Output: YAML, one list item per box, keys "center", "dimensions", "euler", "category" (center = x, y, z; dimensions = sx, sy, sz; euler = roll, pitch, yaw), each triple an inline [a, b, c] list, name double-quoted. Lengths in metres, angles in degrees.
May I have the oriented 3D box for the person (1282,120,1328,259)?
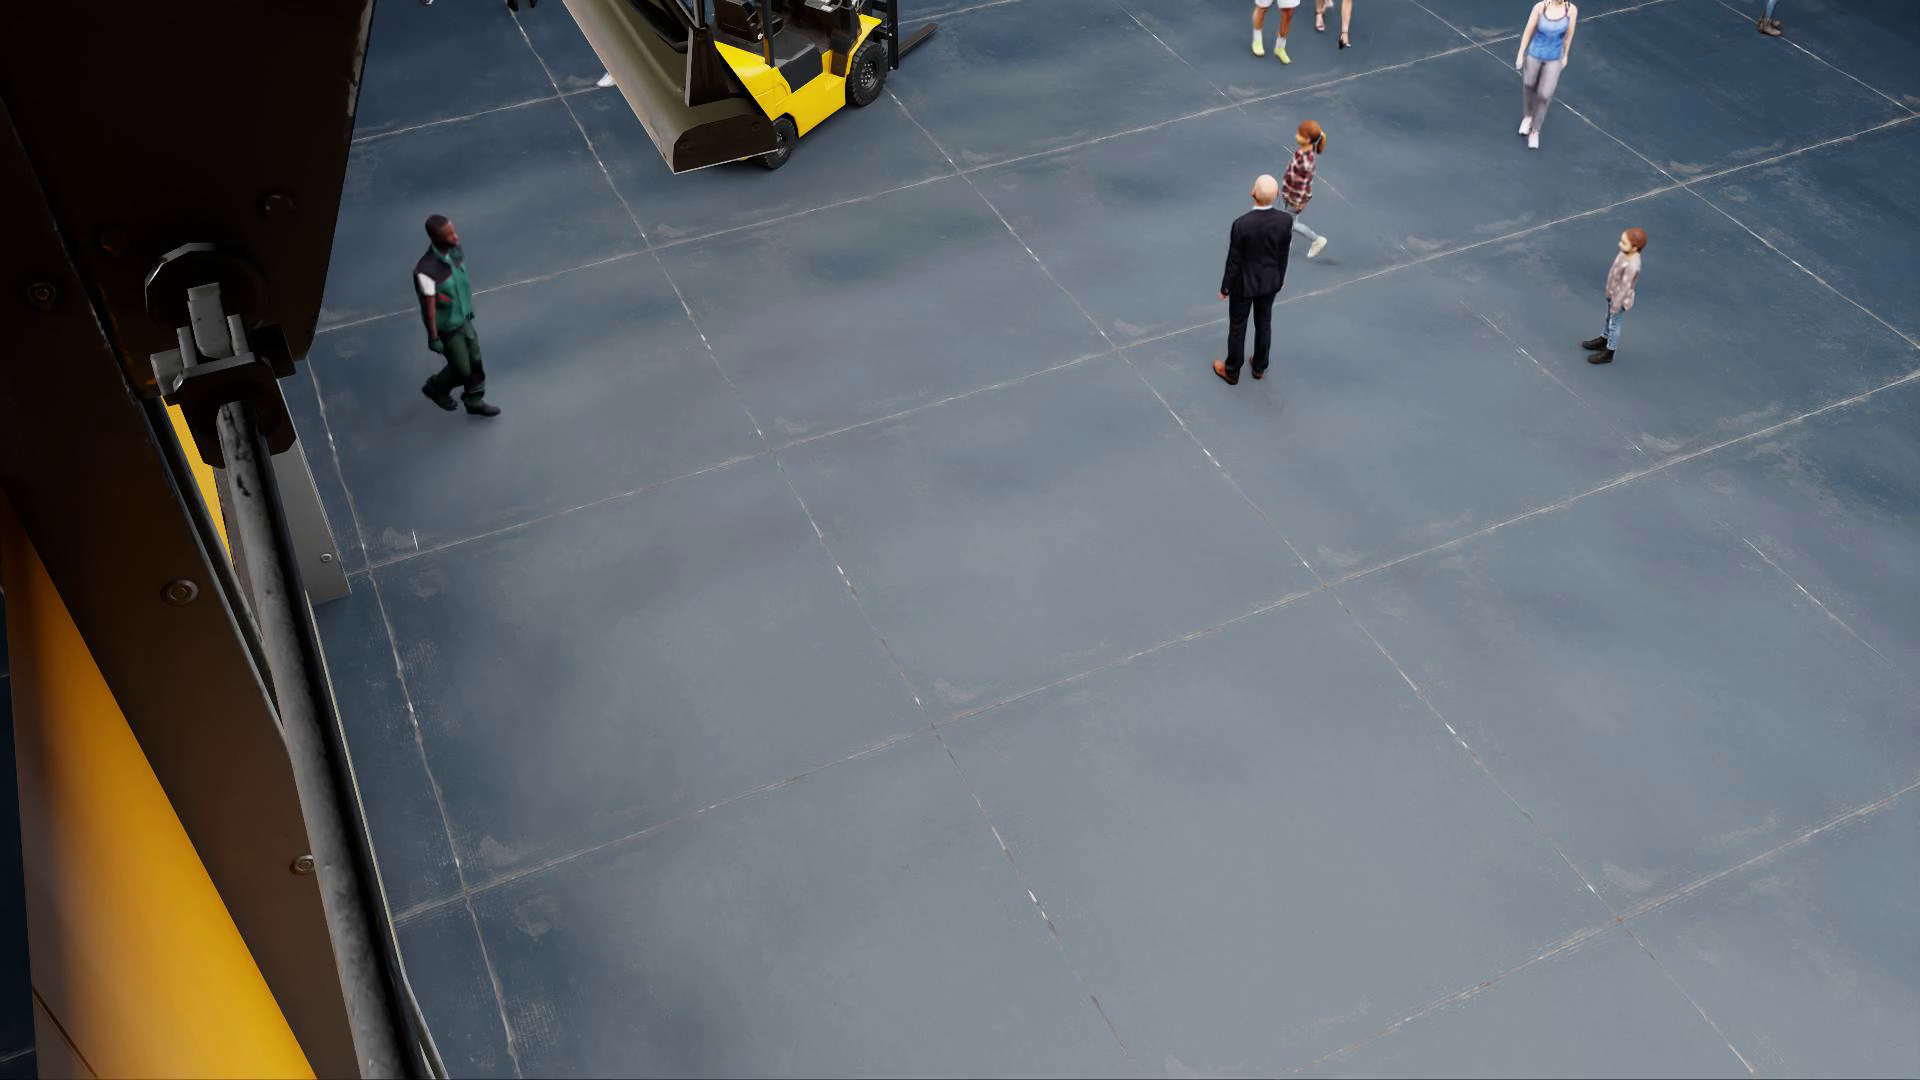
- center: [2.915, -2.948, 14.076]
  dimensions: [0.810, 1.295, 0.793]
  euler: [6, 44, 7]
  category: "person"

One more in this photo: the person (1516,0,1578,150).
- center: [5.458, -4.525, 15.515]
  dimensions: [0.863, 1.593, 0.920]
  euler: [15, 46, 15]
  category: "person"

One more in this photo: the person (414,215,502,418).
- center: [-3.843, -1.620, 12.307]
  dimensions: [1.003, 1.813, 0.946]
  euler: [9, 44, 9]
  category: "person"

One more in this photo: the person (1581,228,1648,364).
- center: [5.194, -1.935, 13.085]
  dimensions: [0.601, 1.194, 0.511]
  euler: [3, 44, 4]
  category: "person"

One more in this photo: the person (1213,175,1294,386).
- center: [2.242, -1.971, 12.684]
  dimensions: [0.711, 1.800, 0.640]
  euler: [-10, 44, -10]
  category: "person"

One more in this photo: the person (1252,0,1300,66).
- center: [3.122, -5.702, 16.589]
  dimensions: [0.739, 1.815, 0.856]
  euler: [-7, 44, -7]
  category: "person"

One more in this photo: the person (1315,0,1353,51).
- center: [3.799, -5.953, 16.873]
  dimensions: [0.817, 1.787, 1.165]
  euler: [-6, 44, -6]
  category: "person"
